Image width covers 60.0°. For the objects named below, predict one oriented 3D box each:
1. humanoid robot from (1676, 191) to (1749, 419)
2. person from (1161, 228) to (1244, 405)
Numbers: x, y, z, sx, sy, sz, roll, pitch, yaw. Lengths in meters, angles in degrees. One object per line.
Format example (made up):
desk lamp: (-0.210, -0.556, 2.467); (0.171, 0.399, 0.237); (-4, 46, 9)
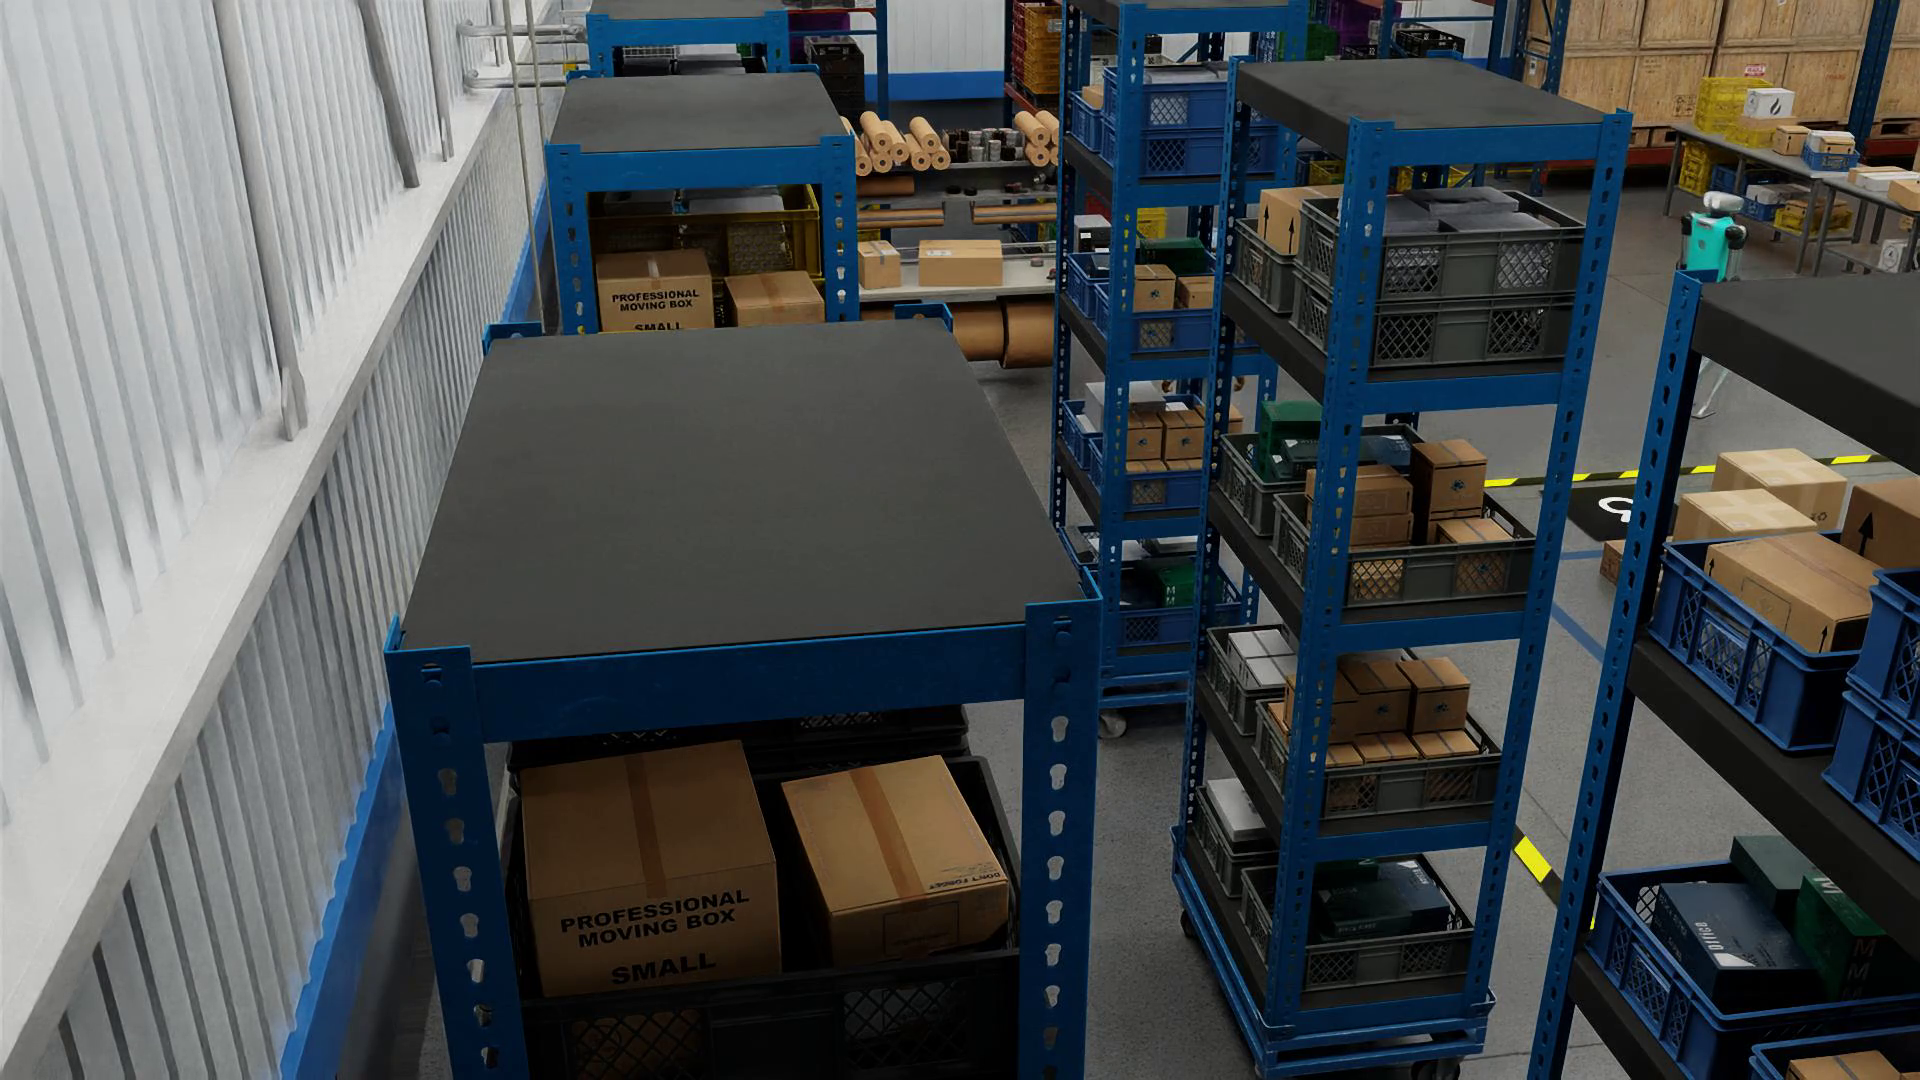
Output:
humanoid robot: (5.570, -1.731, 12.143); (0.735, 1.677, 0.533); (-11, 27, -23)
person: (1.589, -1.115, 10.827); (0.589, 1.852, 0.397); (-4, 25, -8)
